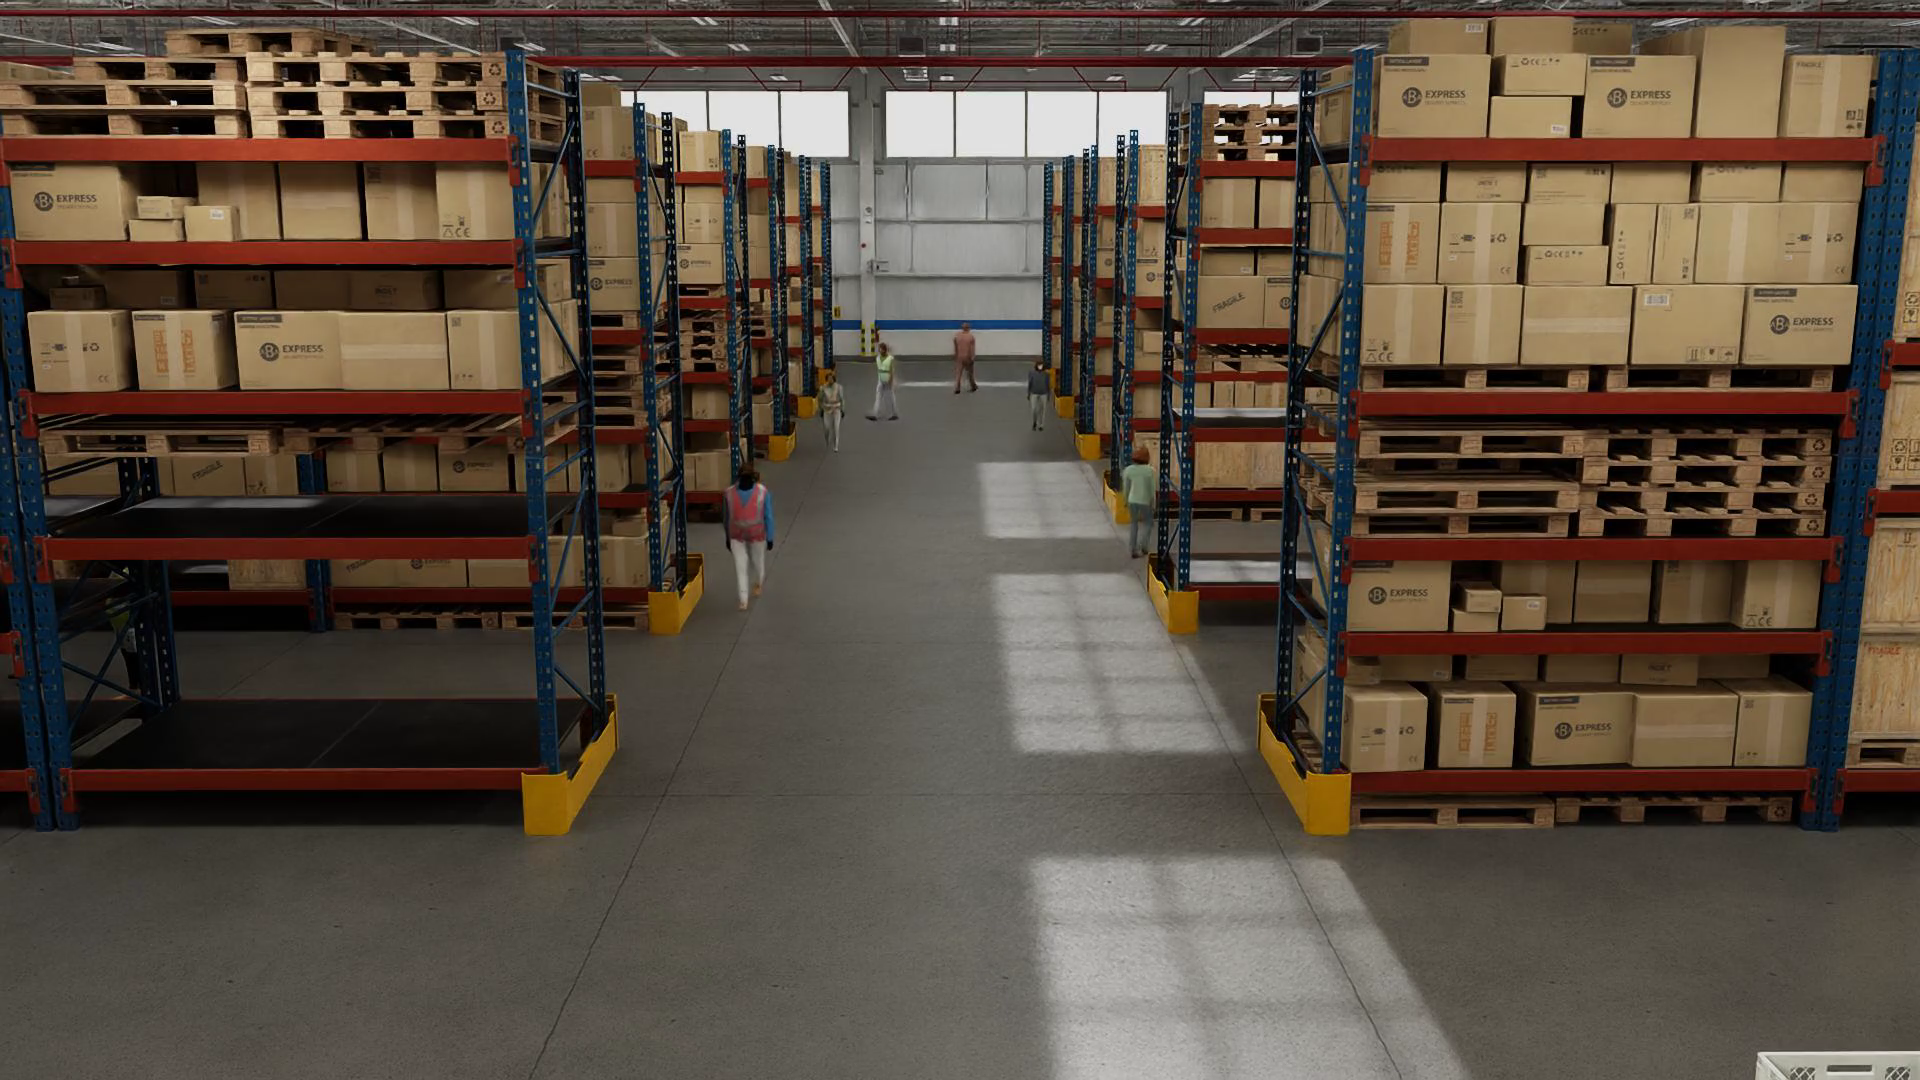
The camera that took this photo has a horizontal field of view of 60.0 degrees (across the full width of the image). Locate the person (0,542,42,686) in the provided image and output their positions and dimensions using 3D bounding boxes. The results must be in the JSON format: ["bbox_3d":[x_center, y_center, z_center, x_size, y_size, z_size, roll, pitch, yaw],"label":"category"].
[{"bbox_3d":[-9.801,0.562,17.343,0.409,1.908,0.640,-9,15,-39],"label":"person"}]

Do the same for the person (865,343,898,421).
[{"bbox_3d":[-1.782,-3.633,38.400,0.578,1.789,0.952,9,15,38],"label":"person"}]

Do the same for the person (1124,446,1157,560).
[{"bbox_3d":[2.566,-0.527,23.450,0.524,1.615,0.497,6,13,28],"label":"person"}]

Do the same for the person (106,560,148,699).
[{"bbox_3d":[-8.286,0.833,16.519,0.319,1.696,0.532,-11,16,-43],"label":"person"}]

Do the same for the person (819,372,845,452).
[{"bbox_3d":[-2.583,-2.594,33.676,0.524,1.624,0.373,-1,11,-6],"label":"person"}]

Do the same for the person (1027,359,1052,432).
[{"bbox_3d":[1.750,-3.181,36.584,0.531,1.614,0.454,0,11,0],"label":"person"}]

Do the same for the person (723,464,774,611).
[{"bbox_3d":[-2.626,-0.063,20.674,0.624,1.821,0.718,0,11,-2],"label":"person"}]

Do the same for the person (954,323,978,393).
[{"bbox_3d":[0.148,-4.830,44.205,0.659,1.853,1.022,5,12,24],"label":"person"}]
